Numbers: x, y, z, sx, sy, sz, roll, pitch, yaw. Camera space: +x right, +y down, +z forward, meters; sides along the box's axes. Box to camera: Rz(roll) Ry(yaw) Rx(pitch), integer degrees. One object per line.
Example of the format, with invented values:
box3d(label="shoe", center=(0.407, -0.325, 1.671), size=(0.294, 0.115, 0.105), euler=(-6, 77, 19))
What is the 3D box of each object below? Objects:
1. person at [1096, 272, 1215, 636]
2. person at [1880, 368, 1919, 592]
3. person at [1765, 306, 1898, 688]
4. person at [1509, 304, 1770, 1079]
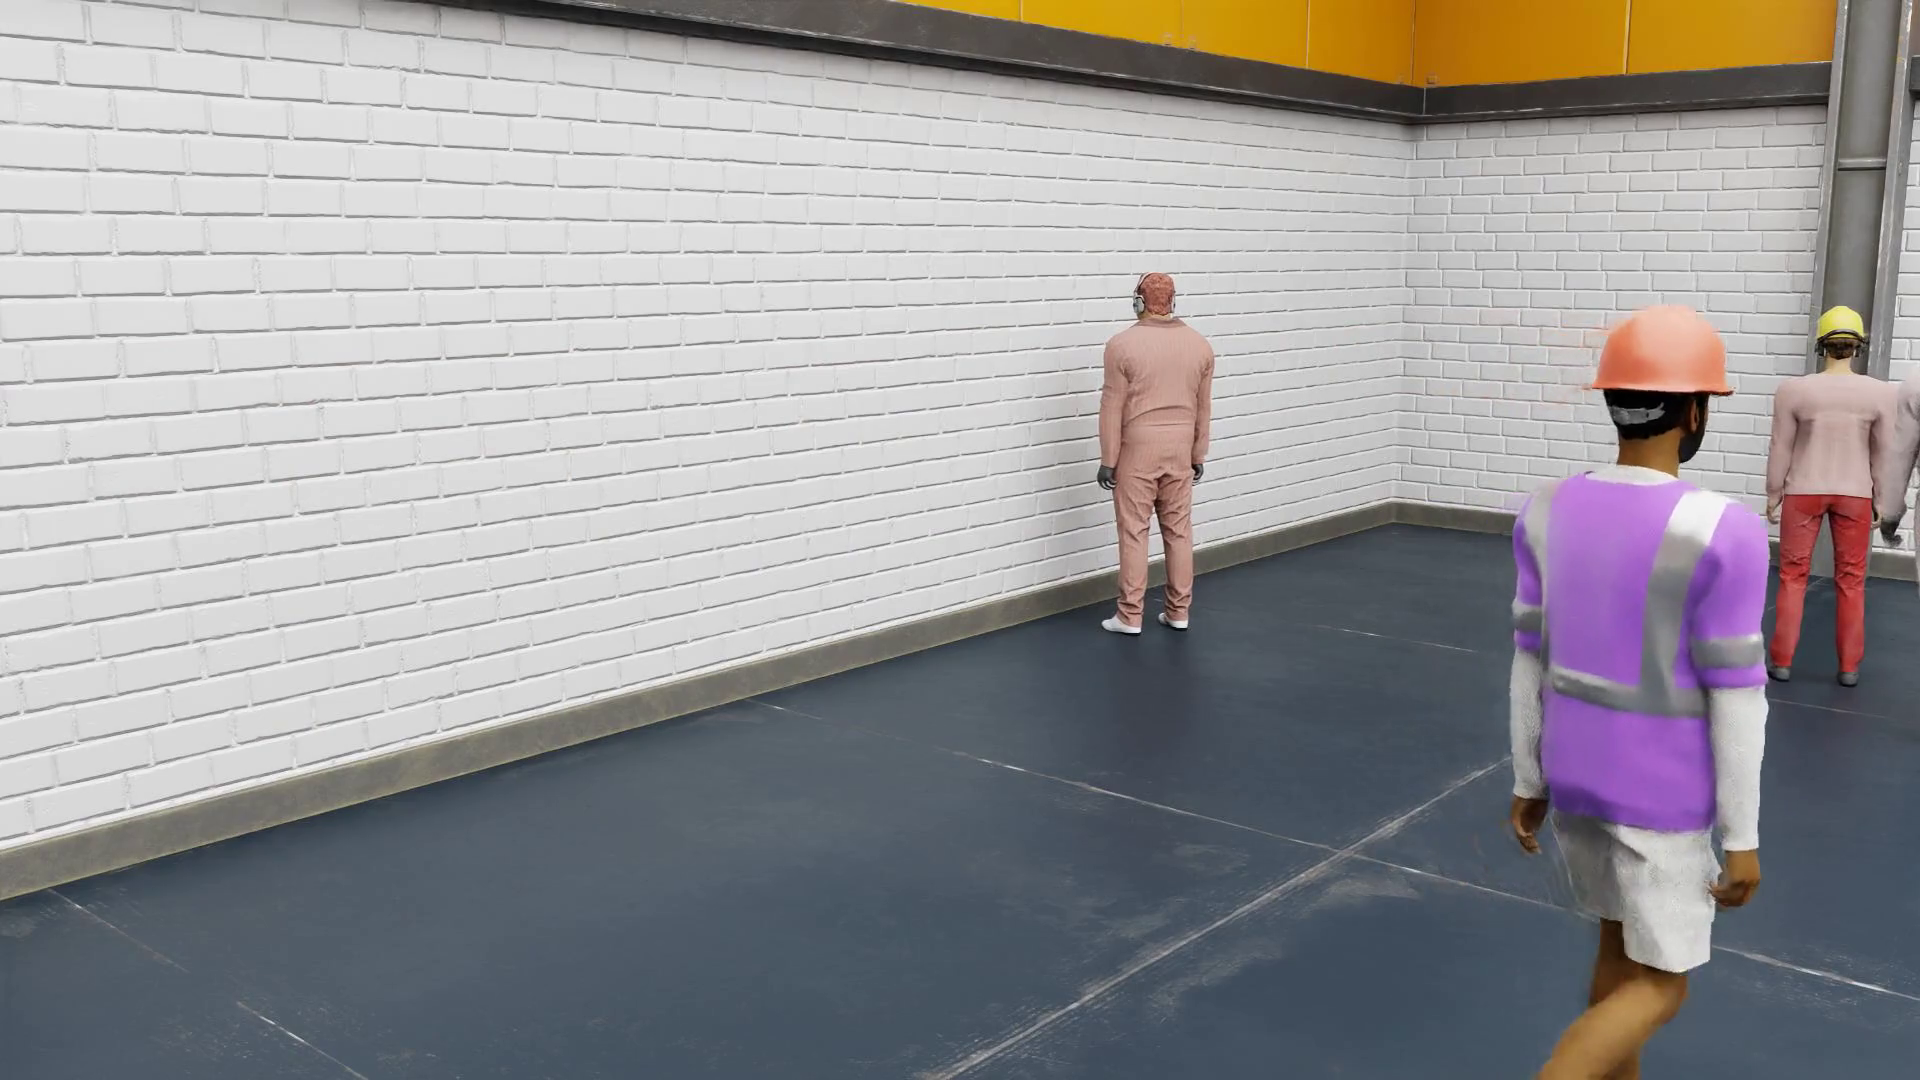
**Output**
box3d(label="person", center=(1.006, -0.448, 8.744), size=(0.646, 1.903, 0.401), euler=(-4, 11, -24))
box3d(label="person", center=(4.235, -0.117, 6.971), size=(0.669, 1.851, 0.989), euler=(5, 11, 25))
box3d(label="person", center=(4.029, -0.200, 7.739), size=(0.521, 1.758, 0.349), euler=(4, 11, 21))
box3d(label="person", center=(1.308, 0.489, 3.352), size=(0.814, 1.917, 0.554), euler=(-5, 11, -28))
